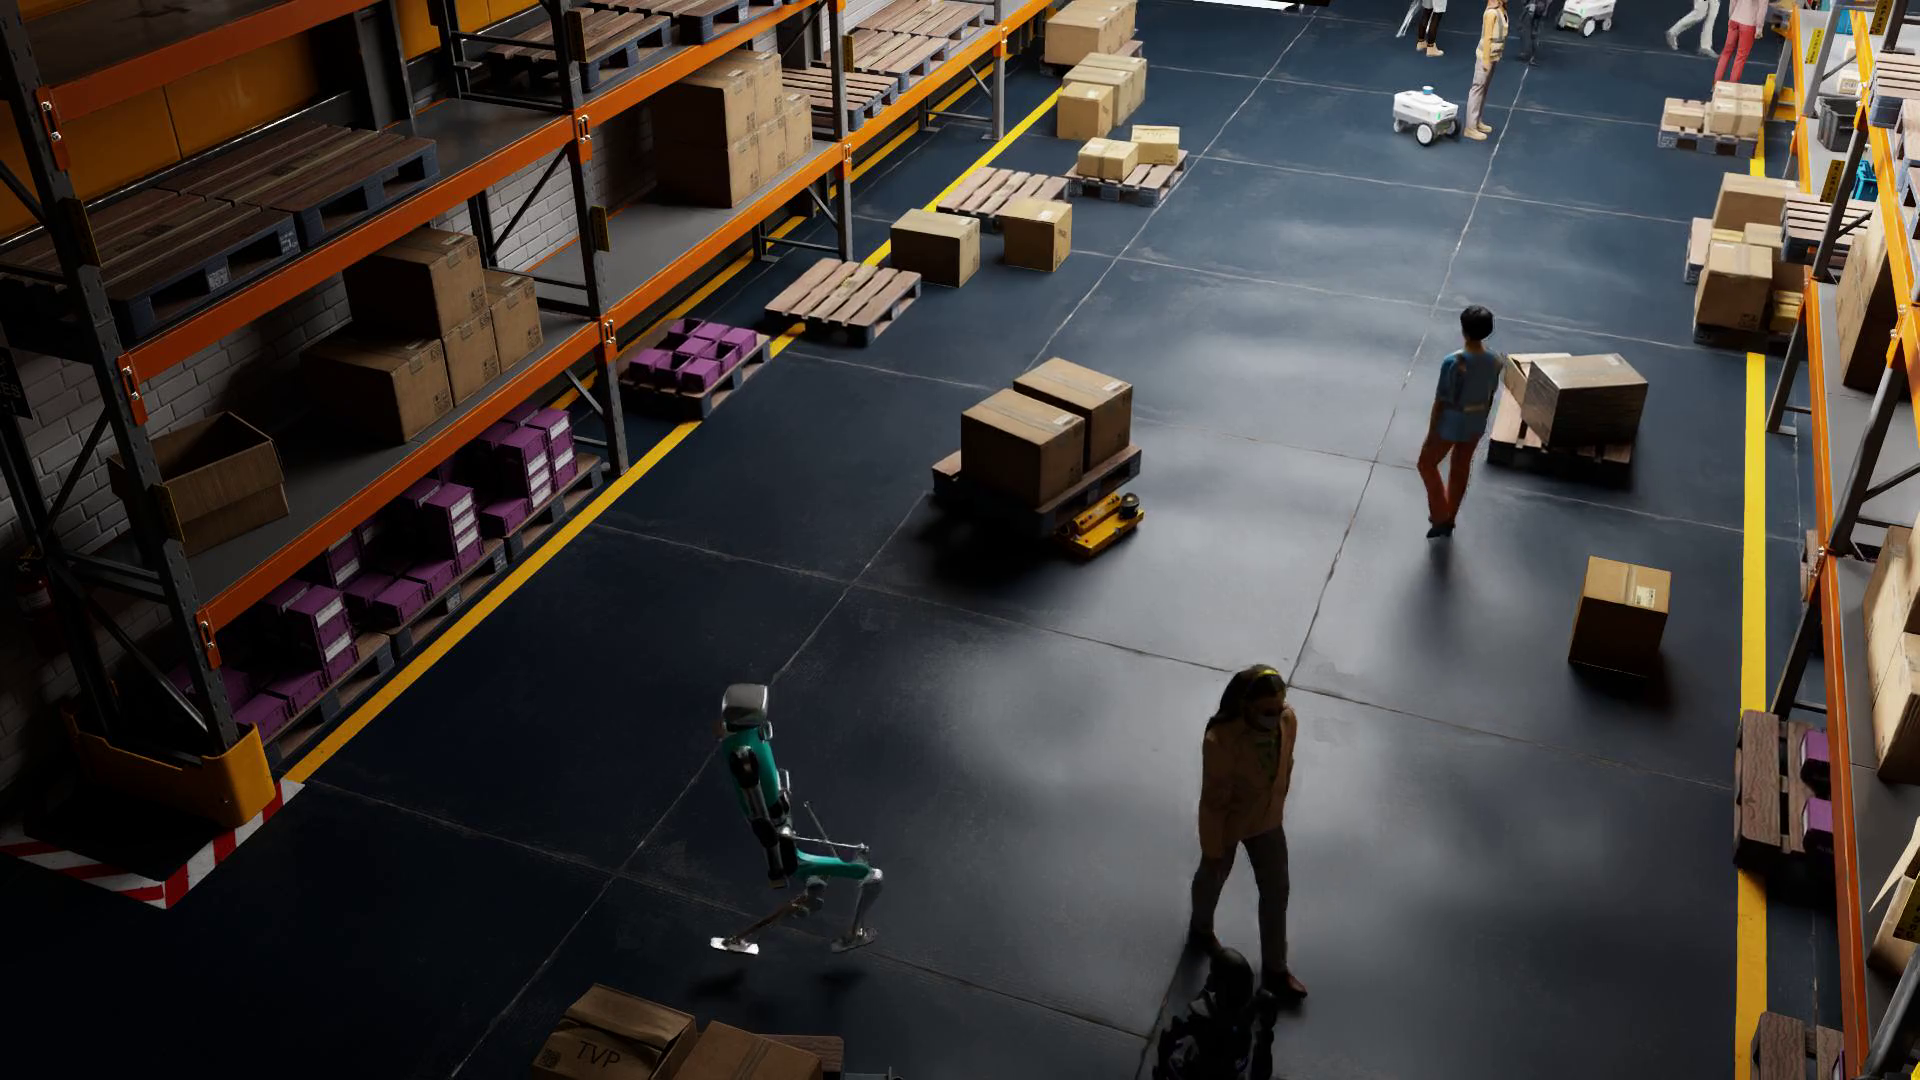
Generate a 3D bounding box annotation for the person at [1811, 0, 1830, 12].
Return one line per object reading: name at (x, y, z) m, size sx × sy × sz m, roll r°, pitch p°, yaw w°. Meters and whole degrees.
person at (10.786, -6.741, 20.553) m, size 0.526 × 1.866 × 0.397 m, roll -15°, pitch 36°, yaw -21°

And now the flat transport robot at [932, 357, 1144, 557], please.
flat transport robot at (0.564, -0.325, 12.095) m, size 1.431 × 0.231 × 0.659 m, roll 24°, pitch 40°, yaw 33°

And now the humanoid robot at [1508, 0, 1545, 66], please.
humanoid robot at (7.194, -6.759, 20.756) m, size 0.408 × 1.650 × 0.602 m, roll 7°, pitch 33°, yaw 10°

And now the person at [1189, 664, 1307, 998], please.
person at (1.424, 1.417, 7.947) m, size 0.583 × 1.843 × 0.836 m, roll -15°, pitch 36°, yaw -22°

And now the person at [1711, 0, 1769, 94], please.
person at (9.311, -6.120, 19.684) m, size 0.326 × 1.766 × 0.532 m, roll -11°, pitch 35°, yaw -17°

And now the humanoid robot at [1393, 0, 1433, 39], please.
humanoid robot at (6.141, -7.526, 21.920) m, size 0.864 × 1.789 × 0.570 m, roll -27°, pitch 42°, yaw -35°

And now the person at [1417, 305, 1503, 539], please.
person at (3.433, -0.777, 11.426) m, size 0.483 × 1.756 × 0.443 m, roll -7°, pitch 34°, yaw -11°

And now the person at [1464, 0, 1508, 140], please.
person at (5.915, -5.379, 18.531) m, size 0.322 × 1.771 × 0.471 m, roll 17°, pitch 37°, yaw 24°

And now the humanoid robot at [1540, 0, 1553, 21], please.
humanoid robot at (8.084, -7.954, 22.618) m, size 0.615 × 1.634 × 0.605 m, roll 14°, pitch 35°, yaw 20°

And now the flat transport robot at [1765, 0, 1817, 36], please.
flat transport robot at (11.373, -6.591, 21.793) m, size 0.659 × 0.231 × 1.431 m, roll -7°, pitch 34°, yaw -11°

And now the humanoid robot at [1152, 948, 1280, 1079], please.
humanoid robot at (1.018, 2.271, 6.797) m, size 0.585 × 1.630 × 0.672 m, roll -13°, pitch 35°, yaw -19°

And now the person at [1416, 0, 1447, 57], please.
person at (6.084, -7.032, 21.165) m, size 0.319 × 1.693 × 0.531 m, roll -10°, pitch 34°, yaw -15°

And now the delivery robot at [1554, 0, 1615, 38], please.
delivery robot at (8.391, -7.058, 22.269) m, size 0.808 × 0.614 × 0.499 m, roll -20°, pitch 38°, yaw -27°

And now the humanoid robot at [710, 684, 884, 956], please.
humanoid robot at (-0.741, 1.408, 8.073) m, size 1.053 × 1.726 × 0.548 m, roll -5°, pitch 33°, yaw -8°

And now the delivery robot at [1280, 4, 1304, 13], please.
delivery robot at (4.640, -7.732, 23.311) m, size 0.499 × 0.613 × 0.807 m, roll 2°, pitch 33°, yaw 3°

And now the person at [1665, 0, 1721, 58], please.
person at (9.497, -7.107, 21.110) m, size 0.549 × 1.881 × 0.649 m, roll -21°, pitch 38°, yaw -29°

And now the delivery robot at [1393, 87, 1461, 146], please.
delivery robot at (5.258, -4.786, 18.753) m, size 0.499 × 0.614 × 0.785 m, roll -22°, pitch 39°, yaw -30°
